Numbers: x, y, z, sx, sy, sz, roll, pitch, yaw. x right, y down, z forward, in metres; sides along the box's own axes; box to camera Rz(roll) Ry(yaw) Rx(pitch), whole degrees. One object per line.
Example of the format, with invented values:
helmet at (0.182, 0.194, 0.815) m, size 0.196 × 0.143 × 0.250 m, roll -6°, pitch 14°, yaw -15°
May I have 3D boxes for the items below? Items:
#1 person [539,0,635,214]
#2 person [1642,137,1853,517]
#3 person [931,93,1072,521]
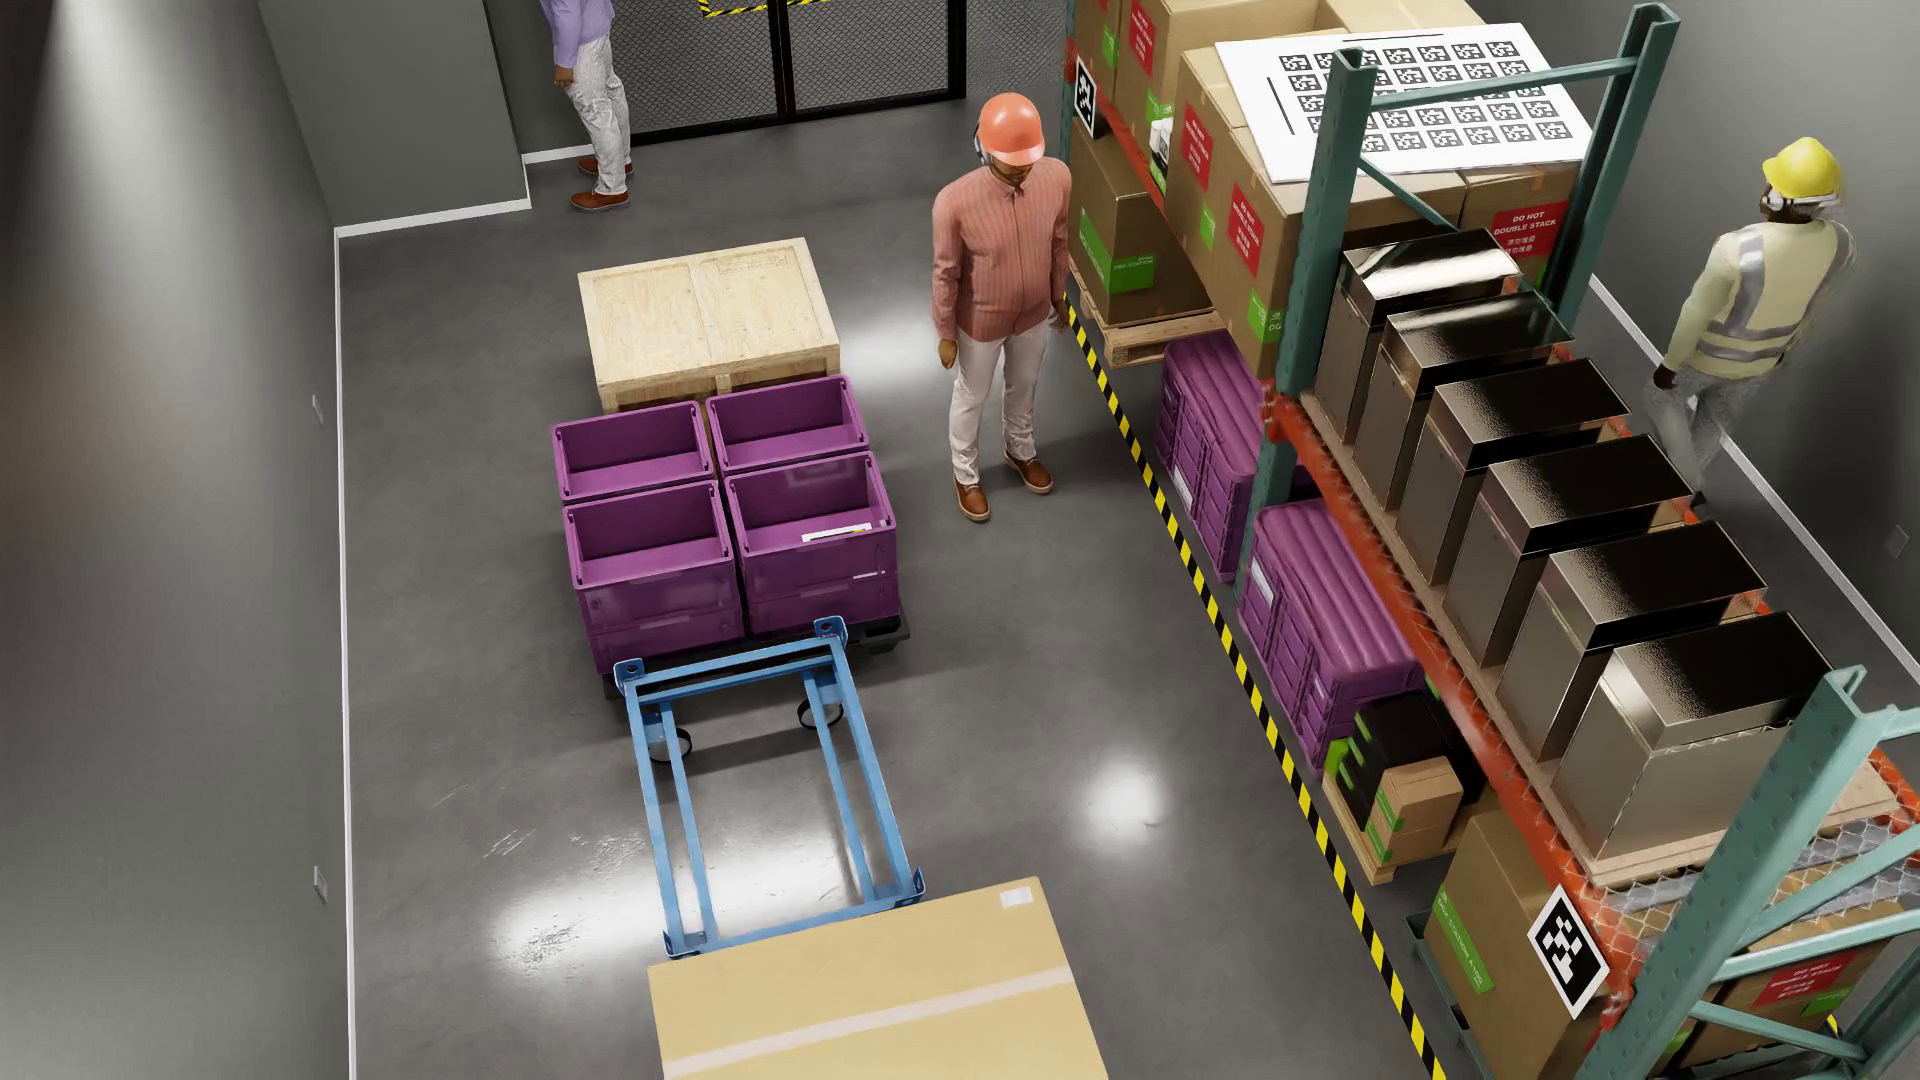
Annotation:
person at (-1.886, -2.509, 8.191) m, size 0.370 × 1.941 × 0.627 m, roll 1°, pitch 47°, yaw 1°
person at (3.114, -0.779, 6.679) m, size 0.614 × 1.820 × 0.466 m, roll -10°, pitch 48°, yaw -9°
person at (0.179, -0.918, 6.691) m, size 0.622 × 1.993 × 0.371 m, roll -23°, pitch 51°, yaw -20°
